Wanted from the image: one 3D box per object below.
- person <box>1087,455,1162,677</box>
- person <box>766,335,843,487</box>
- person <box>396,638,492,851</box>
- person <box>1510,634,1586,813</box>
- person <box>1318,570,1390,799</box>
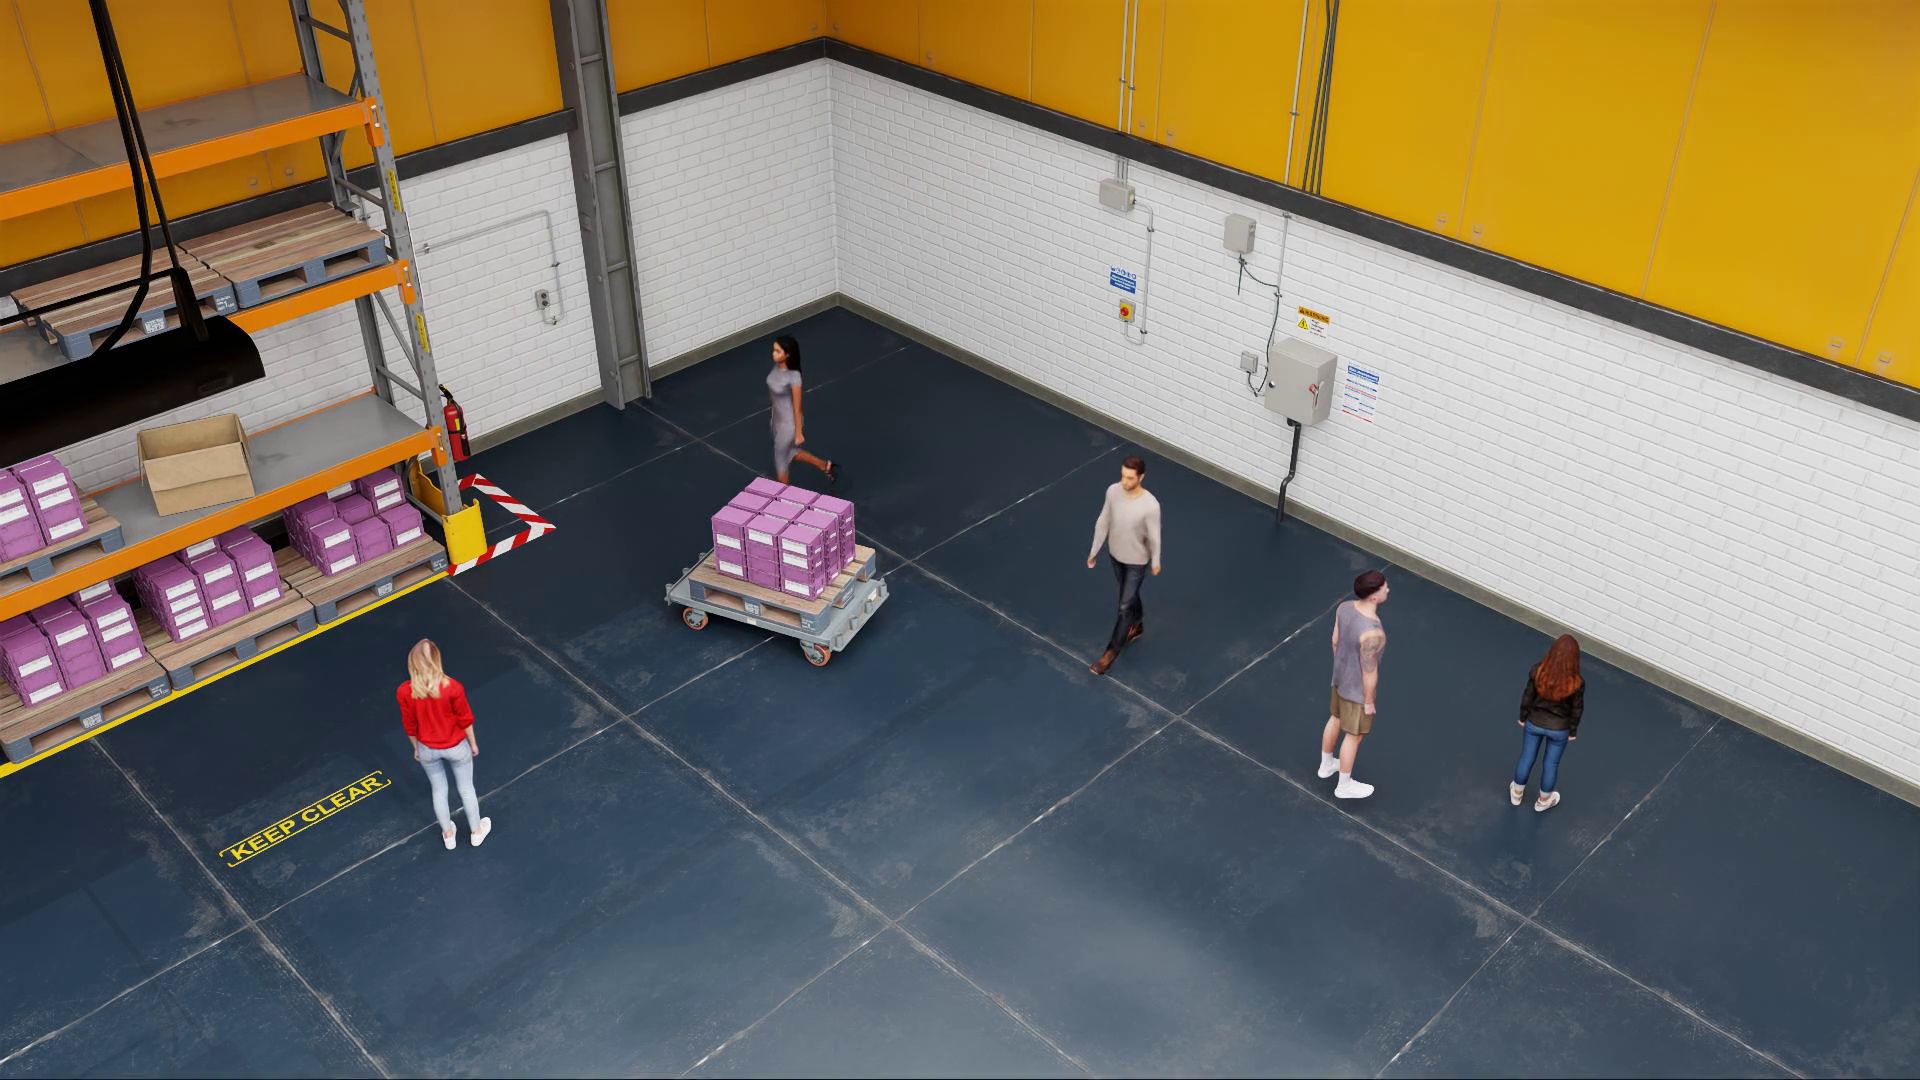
[{"bbox_3d":[1.373,0.098,13.024,0.675,1.828,1.066,28,42,35],"label":"person"},{"bbox_3d":[-1.454,-1.032,14.789,1.069,1.756,0.806,-15,37,-22],"label":"person"},{"bbox_3d":[-3.479,1.388,11.196,0.653,1.704,0.744,-4,34,-6],"label":"person"},{"bbox_3d":[4.097,1.268,11.576,0.616,1.483,0.603,16,37,23],"label":"person"},{"bbox_3d":[2.717,0.970,11.444,0.729,1.847,0.717,-11,35,-15],"label":"person"}]
